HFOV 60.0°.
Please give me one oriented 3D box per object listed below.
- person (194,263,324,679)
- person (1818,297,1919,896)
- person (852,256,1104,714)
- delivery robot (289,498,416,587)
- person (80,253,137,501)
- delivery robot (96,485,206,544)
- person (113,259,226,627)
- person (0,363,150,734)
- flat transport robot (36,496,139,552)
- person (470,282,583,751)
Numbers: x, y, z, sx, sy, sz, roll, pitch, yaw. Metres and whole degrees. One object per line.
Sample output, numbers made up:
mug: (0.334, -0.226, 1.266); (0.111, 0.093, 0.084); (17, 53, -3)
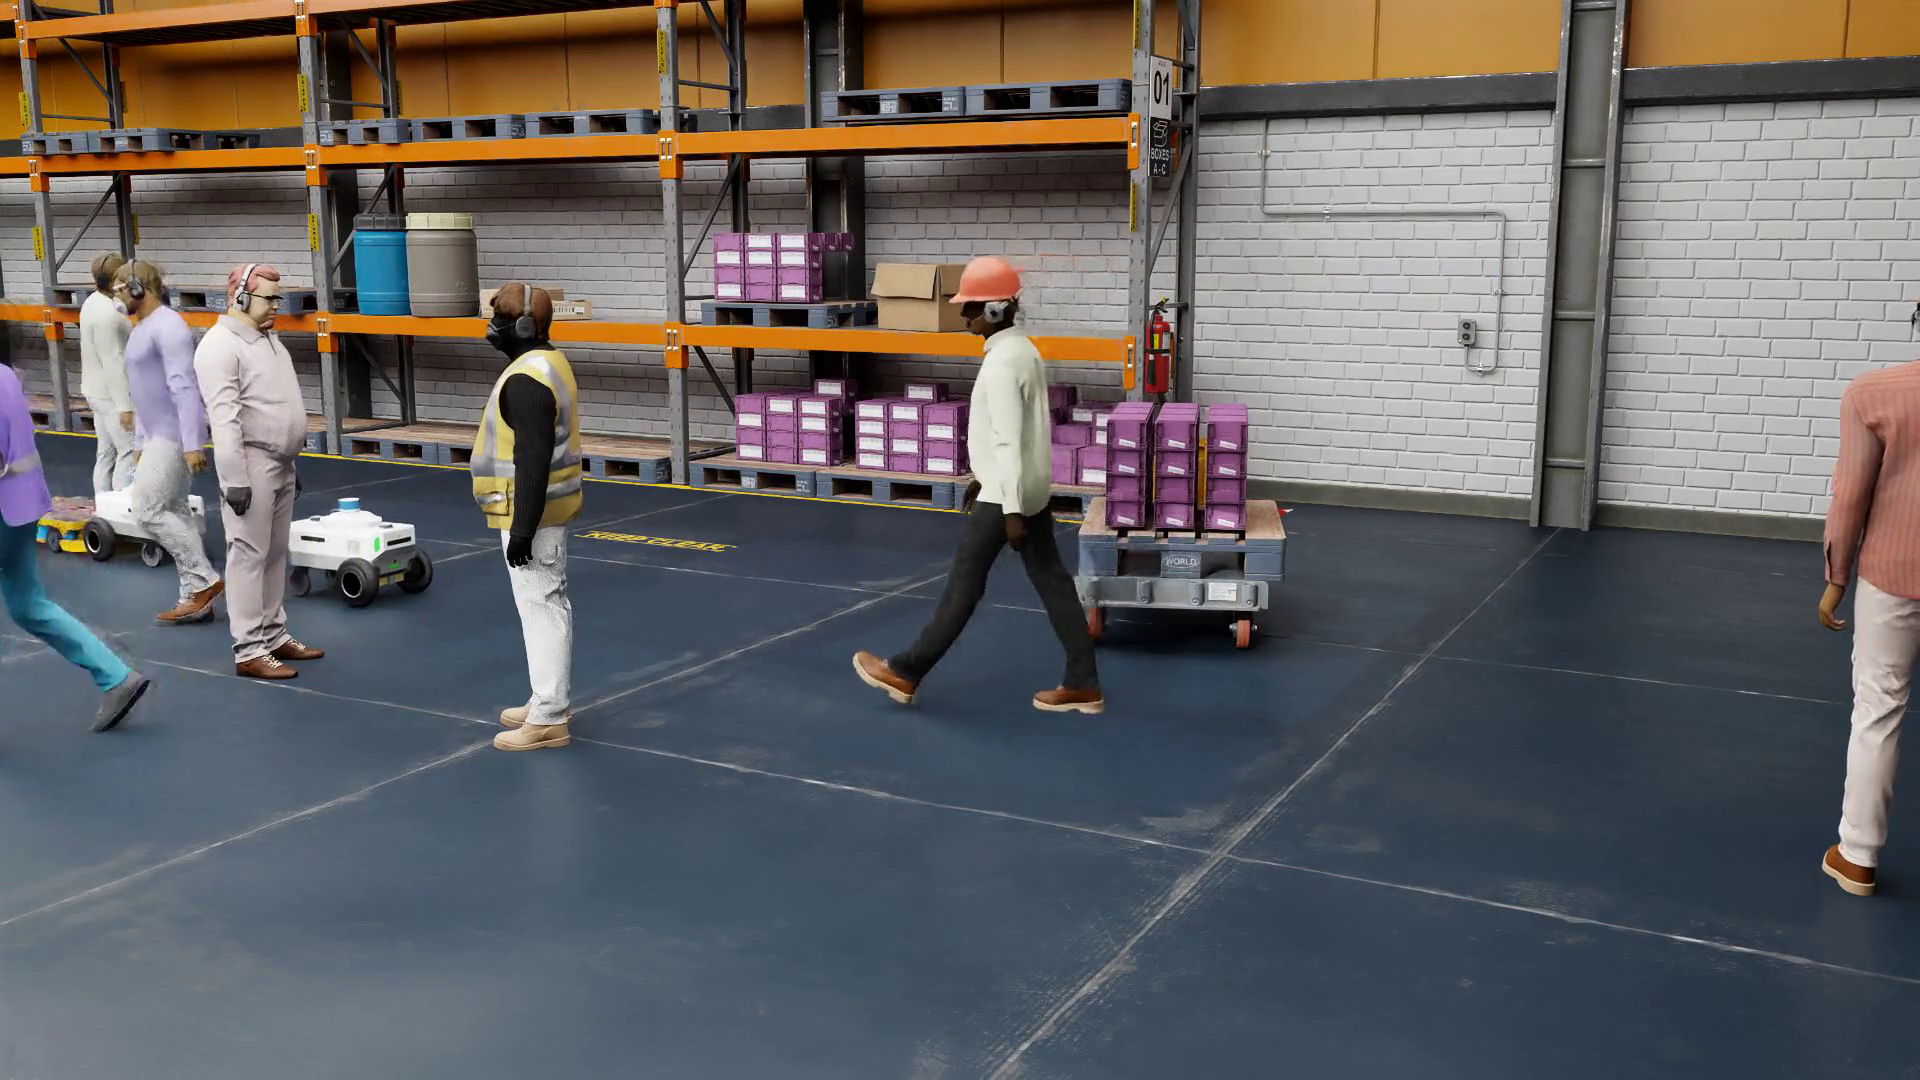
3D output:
person: (-3.229, -0.320, 7.713); (0.409, 1.903, 0.638); (0, 10, -1)
person: (2.956, 0.117, 5.057); (0.623, 1.993, 0.385); (3, 11, 18)
person: (0.116, -0.216, 7.024); (1.091, 1.925, 0.629); (3, 11, 16)
delivery robot: (-3.416, 0.007, 9.339); (0.707, 0.478, 0.477); (4, 11, 25)
person: (-5.628, -0.921, 11.035); (0.347, 1.908, 0.663); (-7, 12, -34)
delivery robot: (-5.063, -0.184, 10.400); (0.707, 0.478, 0.477); (6, 12, 31)
person: (-4.157, -0.497, 8.662); (0.439, 1.907, 0.662); (-8, 13, -36)
person: (-3.765, -0.068, 6.610); (0.831, 1.810, 0.614); (-2, 11, -13)
flat transport robot: (-5.922, -0.121, 11.090); (1.431, 0.197, 0.652); (6, 12, 31)
person: (-1.718, -0.094, 6.628); (0.429, 1.847, 0.626); (-2, 10, -9)
